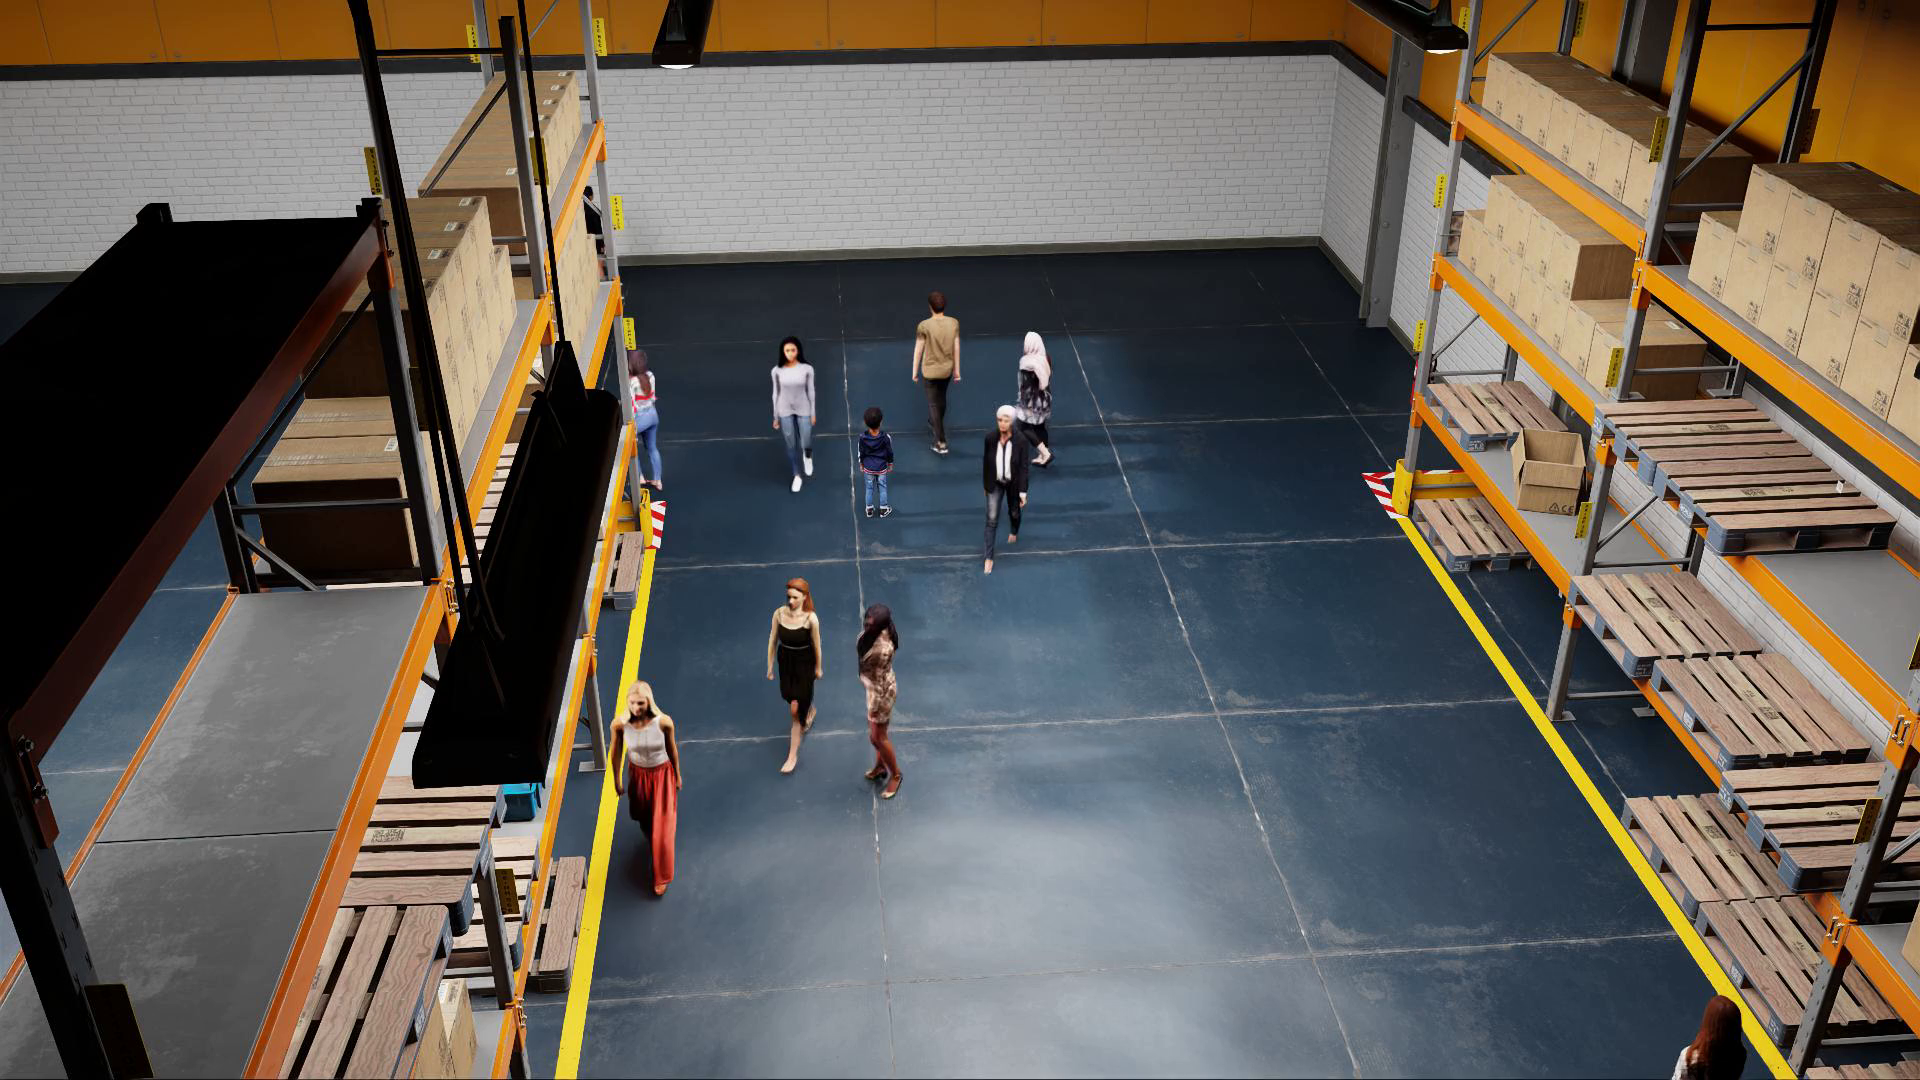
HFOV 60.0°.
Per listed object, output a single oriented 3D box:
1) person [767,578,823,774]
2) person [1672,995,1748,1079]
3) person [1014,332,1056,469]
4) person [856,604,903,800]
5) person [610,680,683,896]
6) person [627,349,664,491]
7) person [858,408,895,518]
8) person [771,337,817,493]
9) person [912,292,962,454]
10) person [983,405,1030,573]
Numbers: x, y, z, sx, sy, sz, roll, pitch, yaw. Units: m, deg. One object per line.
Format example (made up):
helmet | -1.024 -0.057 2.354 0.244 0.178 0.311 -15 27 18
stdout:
person | -1.302 0.999 13.623 0.891 1.580 1.144 10 30 18
person | 4.152 3.293 9.273 0.605 1.719 0.620 0 29 0
person | 0.884 -1.481 18.131 0.895 1.618 0.834 22 36 35
person | -0.644 1.196 13.067 0.676 1.767 0.477 4 29 8
person | -2.241 1.702 12.139 0.669 1.768 1.009 1 29 2
person | -3.324 -1.259 17.743 0.800 1.599 0.737 21 35 33
person | -0.883 -0.806 17.306 0.552 1.223 0.538 3 29 5
person | -1.766 -1.390 17.853 0.655 1.725 0.768 1 29 1
person | -0.239 -1.848 18.599 0.896 1.814 1.219 -10 30 -18
person | 0.433 -0.551 16.516 0.960 1.751 1.169 7 29 12
